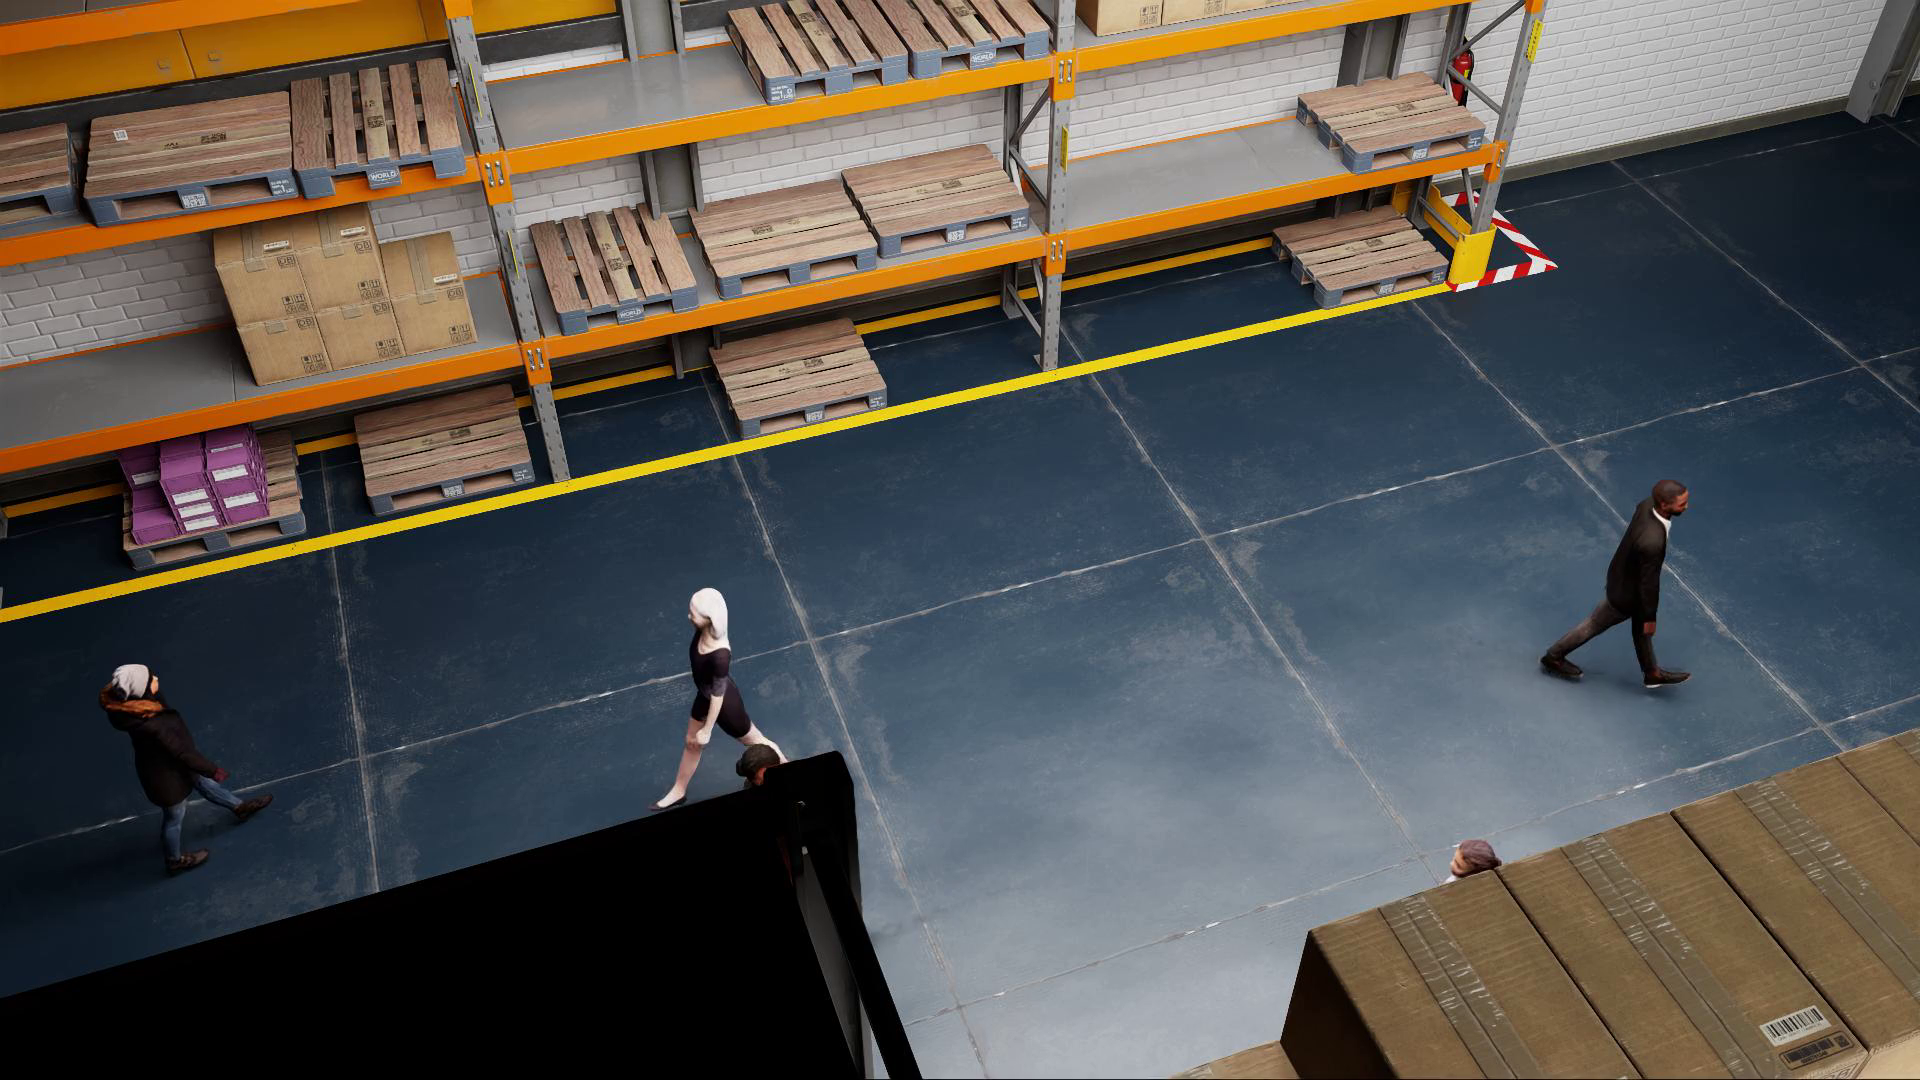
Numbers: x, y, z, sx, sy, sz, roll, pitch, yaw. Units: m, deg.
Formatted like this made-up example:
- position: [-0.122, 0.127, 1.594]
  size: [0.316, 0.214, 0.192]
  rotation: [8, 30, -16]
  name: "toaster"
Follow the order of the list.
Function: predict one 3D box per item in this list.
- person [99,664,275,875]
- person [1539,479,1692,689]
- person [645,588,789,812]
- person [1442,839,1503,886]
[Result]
- position: [-4.633, 1.350, 9.573]
  size: [1.019, 1.605, 0.789]
  rotation: [-26, 49, -24]
  name: "person"
- position: [4.158, 0.303, 10.567]
  size: [1.261, 1.750, 1.154]
  rotation: [14, 45, 14]
  name: "person"
- position: [-1.317, 0.966, 9.850]
  size: [1.189, 1.780, 0.673]
  rotation: [-19, 47, -19]
  name: "person"
- position: [2.666, 2.112, 8.815]
  size: [0.891, 1.548, 0.706]
  rotation: [1, 44, 1]
  name: "person"
